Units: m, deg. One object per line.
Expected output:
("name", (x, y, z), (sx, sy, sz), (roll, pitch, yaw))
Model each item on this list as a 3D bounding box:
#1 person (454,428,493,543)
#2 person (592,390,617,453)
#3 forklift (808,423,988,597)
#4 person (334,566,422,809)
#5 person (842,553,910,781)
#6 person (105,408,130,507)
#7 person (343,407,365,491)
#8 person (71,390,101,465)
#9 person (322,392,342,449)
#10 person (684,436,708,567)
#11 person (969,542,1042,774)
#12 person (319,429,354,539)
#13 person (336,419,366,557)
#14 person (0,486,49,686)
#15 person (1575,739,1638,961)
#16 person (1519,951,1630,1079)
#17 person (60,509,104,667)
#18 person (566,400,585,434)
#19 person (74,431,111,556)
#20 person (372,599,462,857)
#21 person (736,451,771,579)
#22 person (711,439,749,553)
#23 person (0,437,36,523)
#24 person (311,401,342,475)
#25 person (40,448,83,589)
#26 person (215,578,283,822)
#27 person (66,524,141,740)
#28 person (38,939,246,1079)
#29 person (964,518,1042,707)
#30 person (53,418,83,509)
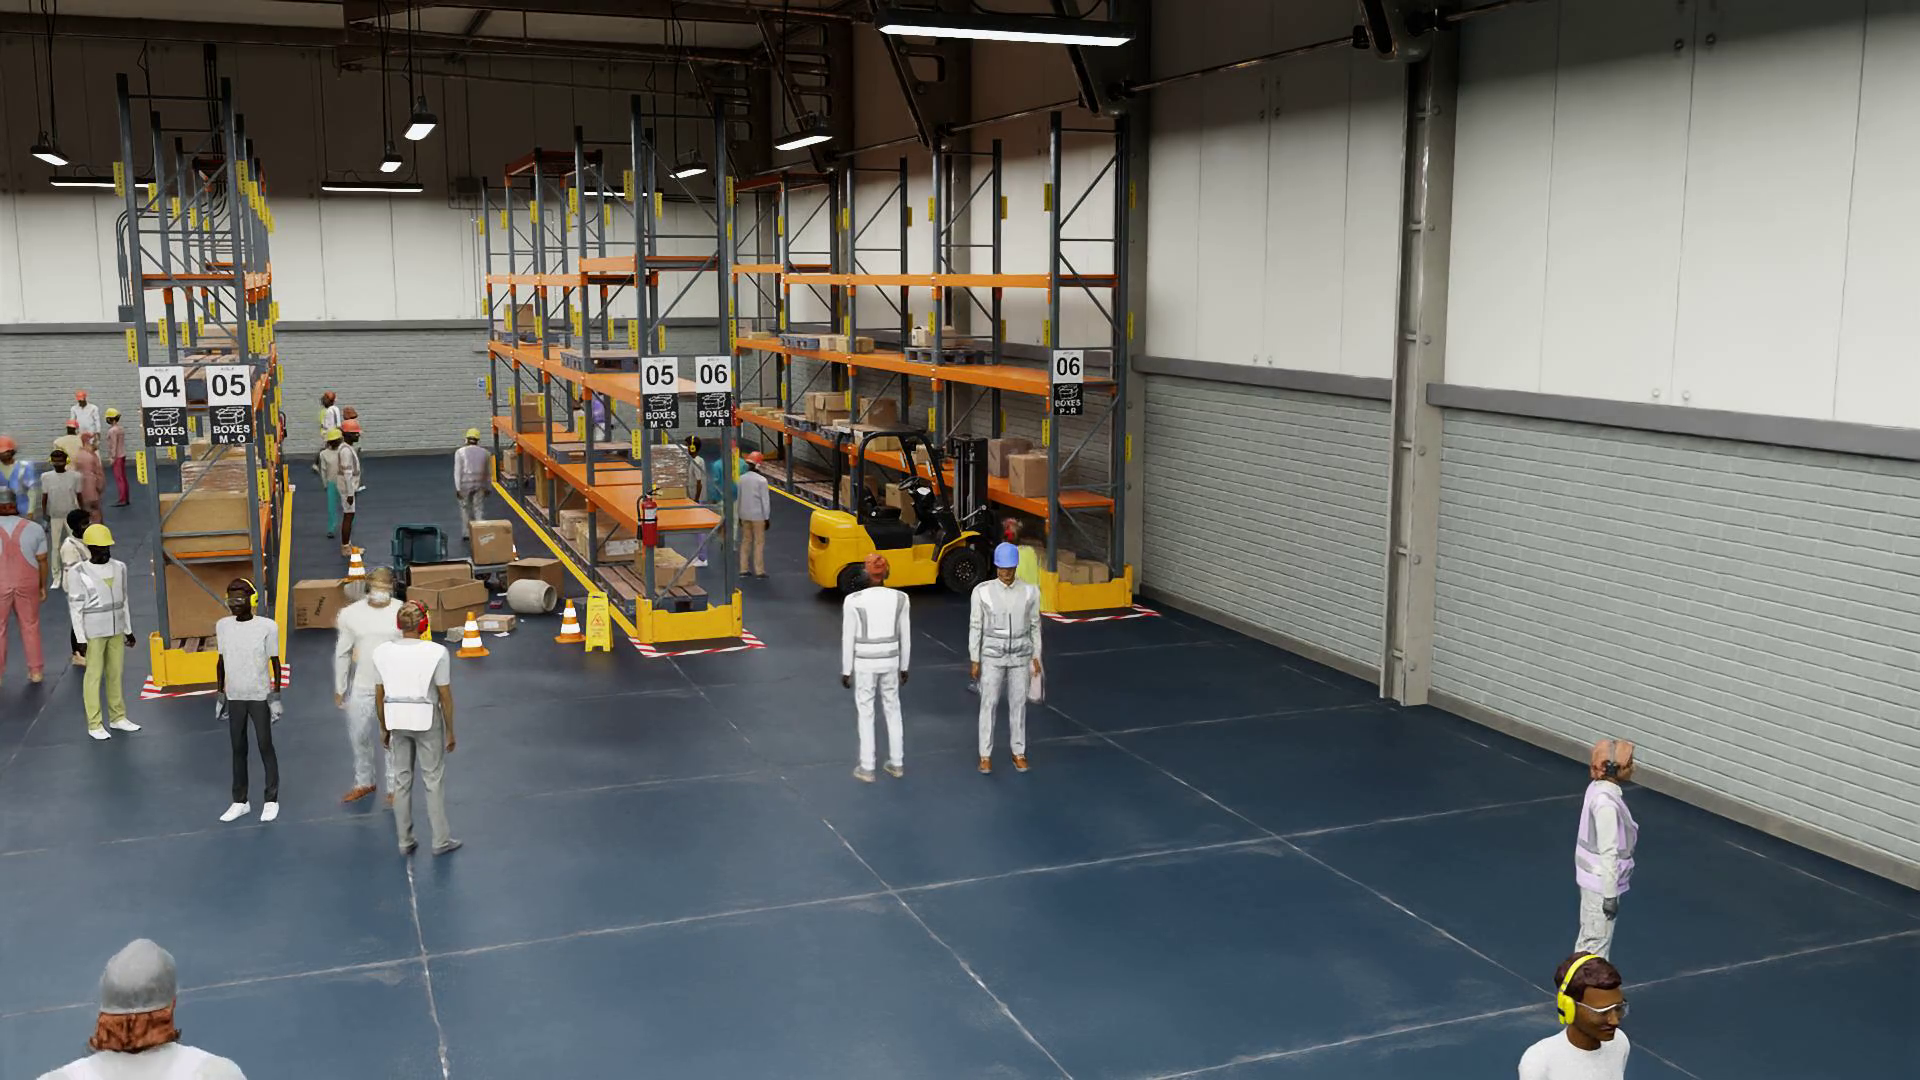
("person", (-7.491, -0.815, 25.620), (0.610, 1.773, 0.759), (-5, 10, -30))
("person", (-7.933, -2.632, 36.970), (0.637, 1.806, 0.931), (8, 12, 40))
("forklift", (-0.830, -0.399, 21.676), (2.313, 2.155, 1.214), (-4, 10, -21))
("person", (-4.511, 1.138, 12.909), (0.722, 1.920, 0.474), (-1, 9, -7))
("person", (-0.687, 1.036, 13.635), (0.581, 1.879, 0.360), (-4, 10, -21))
("person", (-15.120, -1.474, 29.790), (0.310, 1.768, 0.533), (-2, 9, -11))
("person", (-11.645, -1.743, 31.935), (0.302, 1.624, 0.498), (0, 9, 0))
("person", (-18.383, -2.285, 34.970), (0.577, 1.737, 0.354), (-1, 9, -9))
("person", (-12.252, -1.955, 32.444), (0.350, 1.883, 0.583), (-1, 9, -8))
("person", (-3.758, -0.547, 23.630), (0.310, 1.869, 0.531), (-1, 9, -7))
("person", (0.381, 0.975, 13.800), (0.615, 1.945, 0.404), (-2, 9, -10))
("person", (-9.877, -0.918, 26.443), (0.536, 1.721, 0.919), (-2, 9, -10))
("person", (-8.951, -0.759, 24.477), (0.422, 2.035, 0.601), (-3, 10, -19))
("person", (-9.609, 0.447, 16.836), (0.685, 2.000, 0.537), (-7, 11, -37))
("person", (3.508, 1.881, 9.067), (0.305, 1.640, 0.522), (2, 9, 15))
("person", (2.109, 2.302, 5.692), (0.531, 1.870, 0.318), (-6, 11, -32))
("person", (-9.303, 0.502, 17.604), (0.319, 1.688, 0.539), (-1, 9, -6))
("person", (-7.875, -2.098, 34.133), (0.280, 1.633, 0.500), (6, 11, 35))
("person", (-12.610, -0.639, 24.160), (0.423, 1.889, 0.708), (-5, 10, -30))
("person", (-3.869, 1.342, 11.806), (0.564, 1.847, 0.395), (1, 9, 7))
("person", (-2.802, -0.342, 22.746), (0.576, 1.744, 0.361), (7, 12, 38))
("person", (-3.384, -0.649, 24.704), (0.553, 1.728, 0.443), (-6, 11, -33))
("person", (-12.771, -0.424, 22.524), (0.621, 1.988, 1.089), (-1, 9, -8))
("person", (-13.154, -2.188, 34.592), (0.537, 1.670, 0.797), (5, 10, 28))
("person", (-11.853, -0.285, 22.000), (0.521, 1.865, 0.328), (-5, 10, -27))
("person", (-5.390, 1.205, 12.595), (0.520, 1.874, 0.327), (0, 9, 2))
("person", (-7.671, 0.809, 14.912), (0.366, 1.927, 0.588), (4, 10, 22))
("person", (-2.648, 2.264, 5.398), (0.682, 2.000, 0.988), (-4, 10, -26))
("person", (0.455, 0.687, 16.062), (0.894, 1.802, 0.580), (7, 11, 38))
("person", (-15.049, -1.200, 28.216), (0.559, 1.714, 0.796), (-7, 11, -37))
